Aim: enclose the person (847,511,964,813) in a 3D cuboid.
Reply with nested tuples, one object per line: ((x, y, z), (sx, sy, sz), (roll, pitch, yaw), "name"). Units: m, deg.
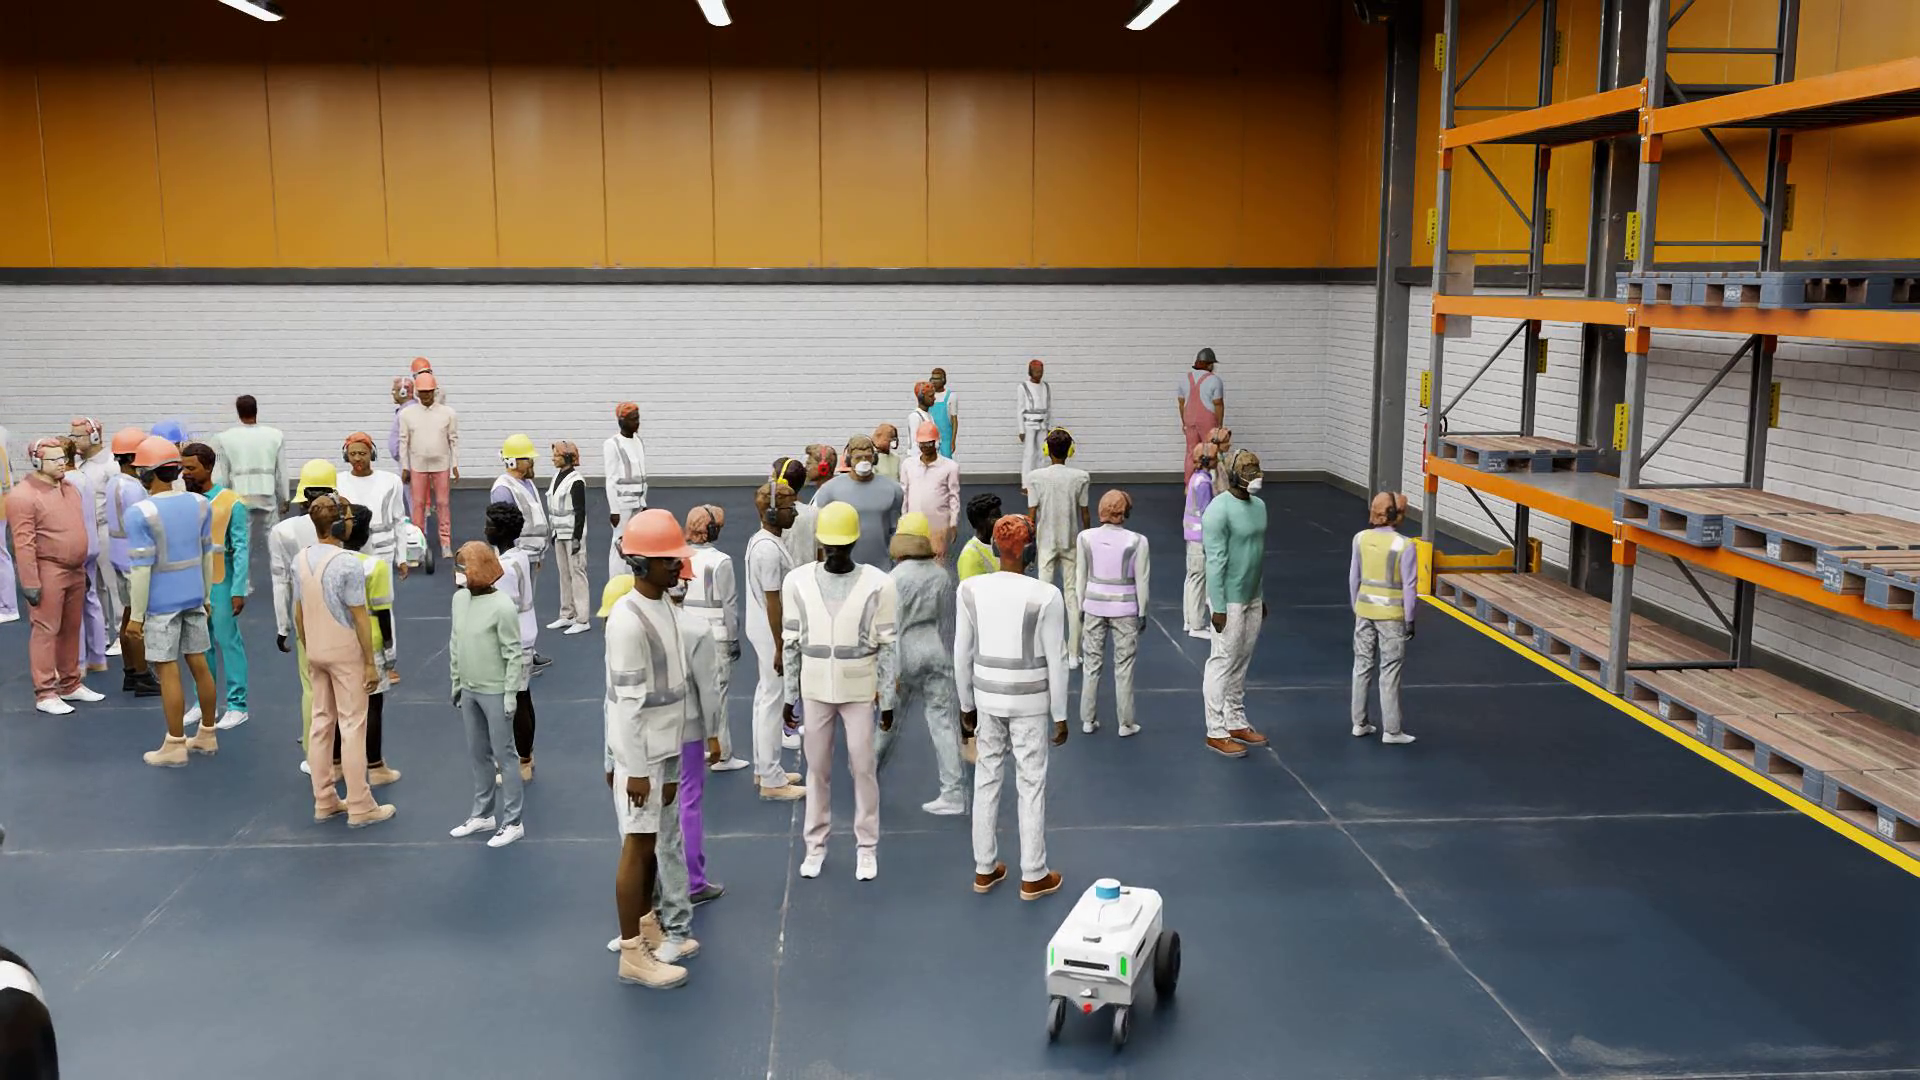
((-0.288, 0.681, 9.489), (0.534, 1.674, 0.944), (-8, 12, -42), "person")

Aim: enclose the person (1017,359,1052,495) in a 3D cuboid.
((1.026, -1.540, 22.856), (0.584, 1.877, 0.356), (-7, 12, -38), "person")

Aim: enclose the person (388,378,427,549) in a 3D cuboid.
((-6.071, -0.832, 18.301), (0.399, 1.909, 0.642), (-2, 9, -13), "person")

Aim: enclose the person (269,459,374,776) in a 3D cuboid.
((-3.833, 0.471, 10.058), (0.593, 1.926, 0.366), (-5, 10, -26), "person")

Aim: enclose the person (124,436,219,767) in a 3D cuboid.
((-4.881, 0.379, 10.264), (0.378, 2.045, 0.605), (4, 10, 22), "person")

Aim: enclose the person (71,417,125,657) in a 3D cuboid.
((-6.876, -0.025, 13.235), (0.648, 1.907, 0.401), (4, 10, 24), "person")

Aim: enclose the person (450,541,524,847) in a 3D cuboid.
((-2.527, 0.811, 8.842), (0.507, 1.631, 0.266), (7, 11, 36), "person")

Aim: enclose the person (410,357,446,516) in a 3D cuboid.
((-6.731, -1.299, 20.953), (0.379, 1.996, 0.609), (6, 11, 32), "person")

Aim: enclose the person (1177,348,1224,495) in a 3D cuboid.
((3.359, -1.622, 22.845), (0.684, 2.000, 0.535), (8, 12, 41), "person")

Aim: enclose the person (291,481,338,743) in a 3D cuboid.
((-4.064, 0.461, 10.623), (0.534, 1.767, 0.314), (7, 11, 36), "person")

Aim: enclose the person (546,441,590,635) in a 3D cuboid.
((-3.315, -0.027, 14.083), (0.307, 1.641, 0.514), (-7, 12, -38), "person")

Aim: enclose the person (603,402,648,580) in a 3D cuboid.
((-3.018, -0.315, 15.123), (0.337, 1.882, 0.584), (3, 10, 19), "person")

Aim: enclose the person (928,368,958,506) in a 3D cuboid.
((-0.274, -1.288, 21.359), (0.507, 1.846, 0.344), (4, 10, 24), "person")

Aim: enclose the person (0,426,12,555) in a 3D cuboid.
((-9.311, -0.442, 15.887), (0.446, 1.904, 0.597), (3, 9, 17), "person")

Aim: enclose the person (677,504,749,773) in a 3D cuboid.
((-1.541, 0.599, 10.150), (0.513, 1.641, 0.307), (7, 11, 38), "person")

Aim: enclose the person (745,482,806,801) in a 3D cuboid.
((-1.066, 0.580, 9.625), (0.334, 1.845, 0.513), (-2, 9, -13), "person")

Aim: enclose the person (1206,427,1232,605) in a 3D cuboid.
((2.346, -0.220, 15.297), (0.311, 1.638, 0.523), (3, 9, 16), "person")

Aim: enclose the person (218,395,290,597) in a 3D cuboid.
((-6.628, -0.413, 15.664), (0.626, 1.903, 0.425), (-5, 10, -30), "person")

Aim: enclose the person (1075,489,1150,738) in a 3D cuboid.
((0.990, 0.483, 10.909), (0.508, 1.631, 0.312), (4, 10, 23), "person")

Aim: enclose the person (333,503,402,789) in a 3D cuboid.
((-3.578, 0.627, 9.831), (0.545, 1.689, 0.322), (3, 10, 19), "person")

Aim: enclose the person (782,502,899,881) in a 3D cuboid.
((-0.601, 0.753, 8.317), (0.589, 1.919, 0.395), (1, 9, 8), "person")

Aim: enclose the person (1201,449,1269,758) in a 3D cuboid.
((1.760, 0.388, 10.546), (0.372, 1.940, 0.630), (7, 11, 36), "person")

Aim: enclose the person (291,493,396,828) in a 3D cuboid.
((-3.403, 0.660, 9.125), (0.507, 1.846, 0.345), (4, 10, 25), "person")

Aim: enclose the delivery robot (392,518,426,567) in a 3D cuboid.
((-5.638, 0.016, 16.914), (0.477, 0.478, 0.707), (-4, 10, -21), "delivery robot")

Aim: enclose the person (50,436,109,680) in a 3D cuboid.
((-6.649, 0.133, 12.474), (0.351, 1.838, 0.511), (1, 9, 7), "person")

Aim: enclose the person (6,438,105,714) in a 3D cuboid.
((-6.270, 0.241, 11.565), (0.409, 1.906, 0.652), (1, 9, 5), "person")

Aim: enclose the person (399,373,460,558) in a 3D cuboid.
((-5.653, -0.788, 17.751), (0.612, 1.994, 0.394), (-3, 9, -16), "person")

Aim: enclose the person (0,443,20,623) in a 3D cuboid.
((-8.442, -0.228, 14.458), (0.373, 1.921, 0.594), (-5, 10, -28), "person")

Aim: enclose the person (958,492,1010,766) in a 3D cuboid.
((0.150, 0.547, 10.303), (0.315, 1.696, 0.540), (3, 9, 17), "person")

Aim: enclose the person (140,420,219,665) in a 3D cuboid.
((-6.186, -0.017, 13.235), (0.591, 1.903, 1.013), (0, 9, -1), "person")

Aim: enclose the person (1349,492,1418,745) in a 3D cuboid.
((2.733, 0.503, 10.767), (0.315, 1.636, 0.515), (-6, 11, -35), "person")

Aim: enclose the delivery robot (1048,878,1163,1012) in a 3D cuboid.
((0.599, 1.629, 6.789), (0.477, 0.478, 0.707), (3, 10, 18), "delivery robot")

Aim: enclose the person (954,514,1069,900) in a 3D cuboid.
((0.258, 0.806, 8.085), (0.584, 1.882, 0.344), (4, 10, 26), "person")

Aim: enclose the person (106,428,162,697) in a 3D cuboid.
((-5.919, 0.159, 11.984), (0.357, 1.938, 0.542), (-8, 12, -41), "person")

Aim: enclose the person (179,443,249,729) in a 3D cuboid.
((-5.021, 0.302, 11.147), (0.589, 1.920, 0.392), (3, 10, 18), "person")

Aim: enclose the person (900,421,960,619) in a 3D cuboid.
((-0.280, -0.168, 14.606), (0.563, 1.753, 0.327), (2, 9, 15), "person")

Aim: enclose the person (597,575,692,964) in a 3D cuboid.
((-1.414, 1.004, 7.335), (0.490, 1.730, 0.324), (8, 12, 40), "person")

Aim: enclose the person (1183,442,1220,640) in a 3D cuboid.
((2.020, 0.001, 13.904), (0.314, 1.642, 0.514), (0, 9, 1), "person")

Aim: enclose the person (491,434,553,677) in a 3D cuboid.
((-3.321, 0.109, 12.626), (0.403, 1.833, 0.591), (0, 9, 2), "person")

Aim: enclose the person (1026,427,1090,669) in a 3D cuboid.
((0.745, 0.066, 12.779), (0.538, 1.869, 0.313), (-1, 9, -4), "person")

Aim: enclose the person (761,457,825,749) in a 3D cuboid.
((-1.078, 0.400, 10.669), (0.309, 1.874, 0.534), (9, 13, 44), "person")

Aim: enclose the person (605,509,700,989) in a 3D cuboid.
((-1.303, 0.877, 7.145), (0.396, 2.042, 0.610), (1, 9, 4), "person")

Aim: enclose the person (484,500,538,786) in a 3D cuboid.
((-2.684, 0.609, 9.912), (0.318, 1.697, 0.535), (-1, 9, -8), "person")

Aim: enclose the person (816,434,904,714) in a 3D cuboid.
((-0.679, 0.232, 11.521), (0.638, 1.938, 0.356), (-3, 10, -20), "person")

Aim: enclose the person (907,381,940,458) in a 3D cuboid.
((-0.390, -0.770, 17.982), (0.345, 1.882, 0.584), (2, 9, 11), "person")

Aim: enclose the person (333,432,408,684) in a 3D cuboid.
((-4.377, 0.142, 12.259), (0.586, 1.882, 0.340), (-3, 10, -19), "person")

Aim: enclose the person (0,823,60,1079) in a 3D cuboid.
((-2.053, 1.470, 3.416), (0.609, 2.044, 0.393), (7, 12, 39), "person")

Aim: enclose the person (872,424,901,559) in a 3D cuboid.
((-0.725, -0.296, 15.828), (0.279, 1.628, 0.503), (7, 11, 38), "person")
